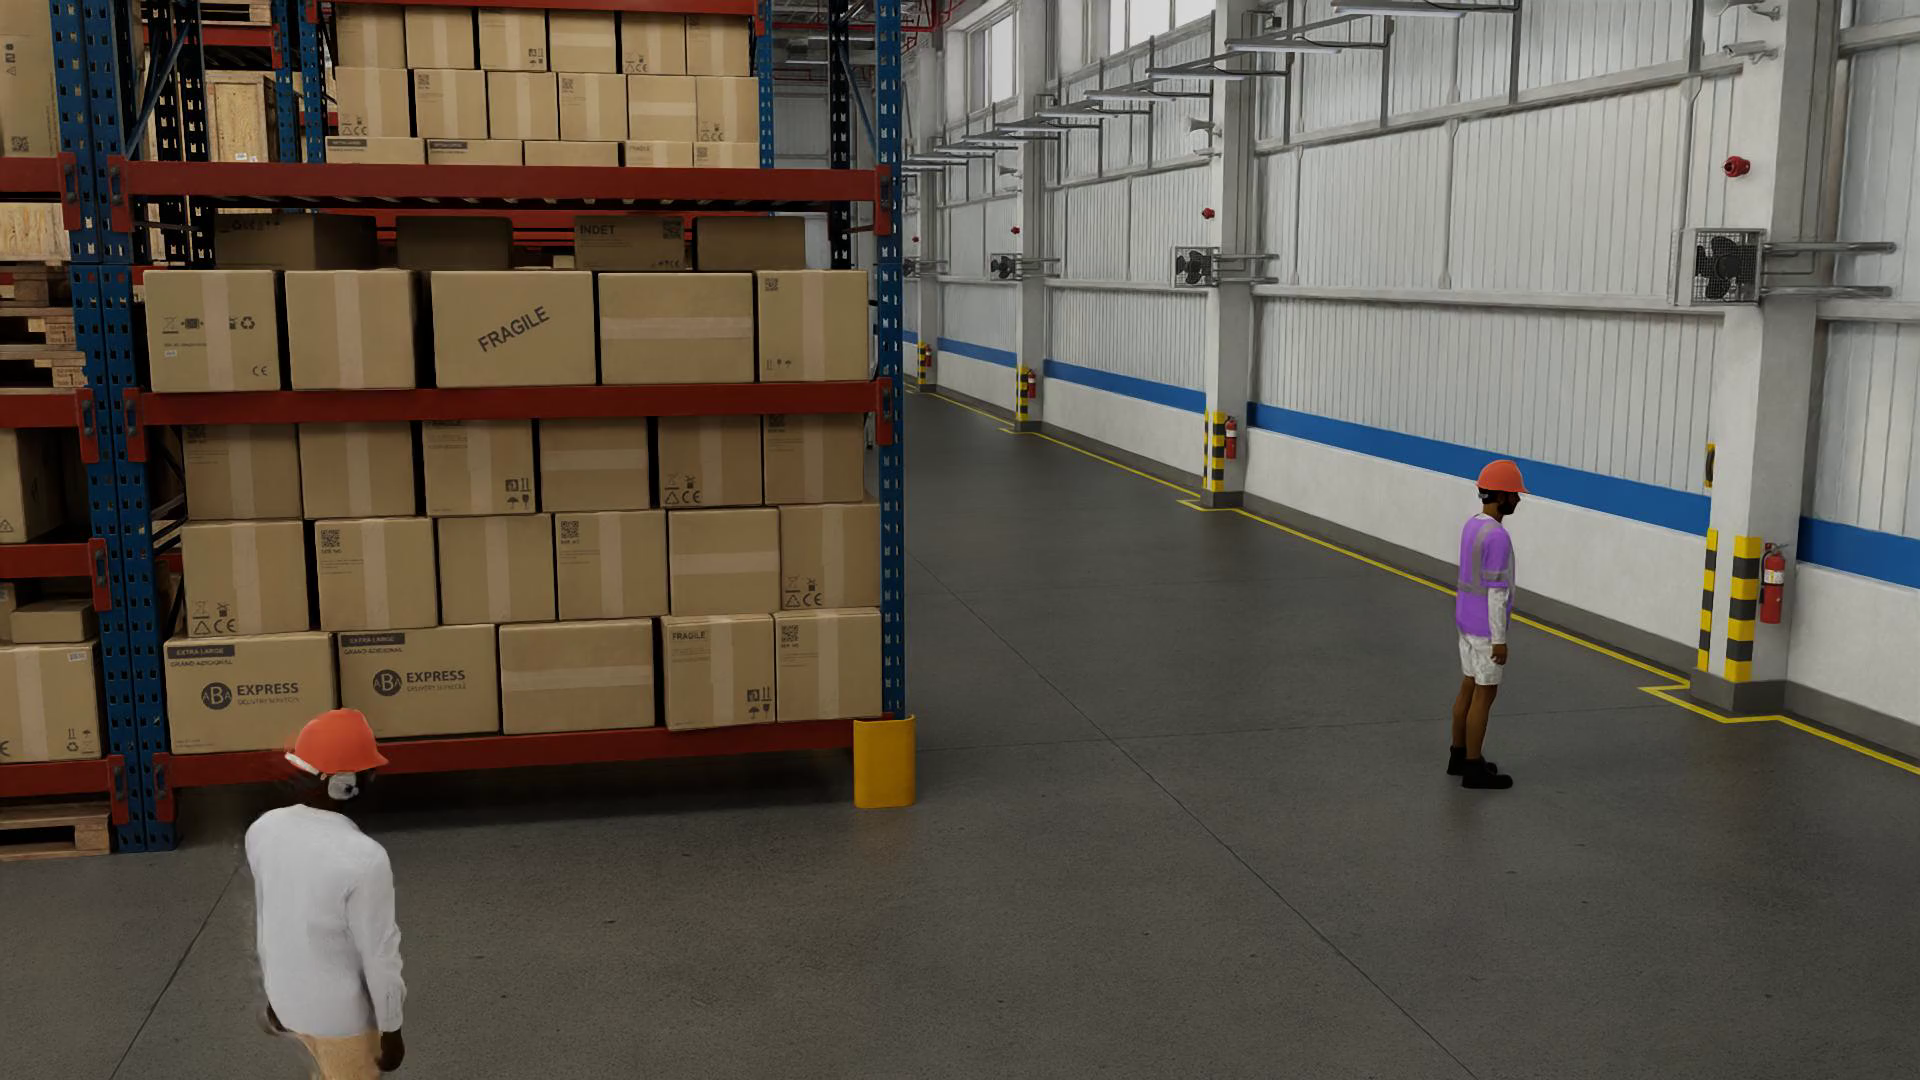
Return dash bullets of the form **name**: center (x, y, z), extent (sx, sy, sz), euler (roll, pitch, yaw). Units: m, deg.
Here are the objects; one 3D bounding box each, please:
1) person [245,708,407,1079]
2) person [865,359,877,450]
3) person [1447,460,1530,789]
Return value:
- **person**: center (-1.860, 1.356, 4.994), extent (0.583, 1.735, 0.374), euler (6, 11, 32)
- **person**: center (-1.659, -2.396, 27.590), extent (0.586, 1.833, 0.403), euler (-3, 10, -19)
- **person**: center (3.096, 0.492, 9.719), extent (0.385, 1.930, 0.541), euler (0, 9, 3)
